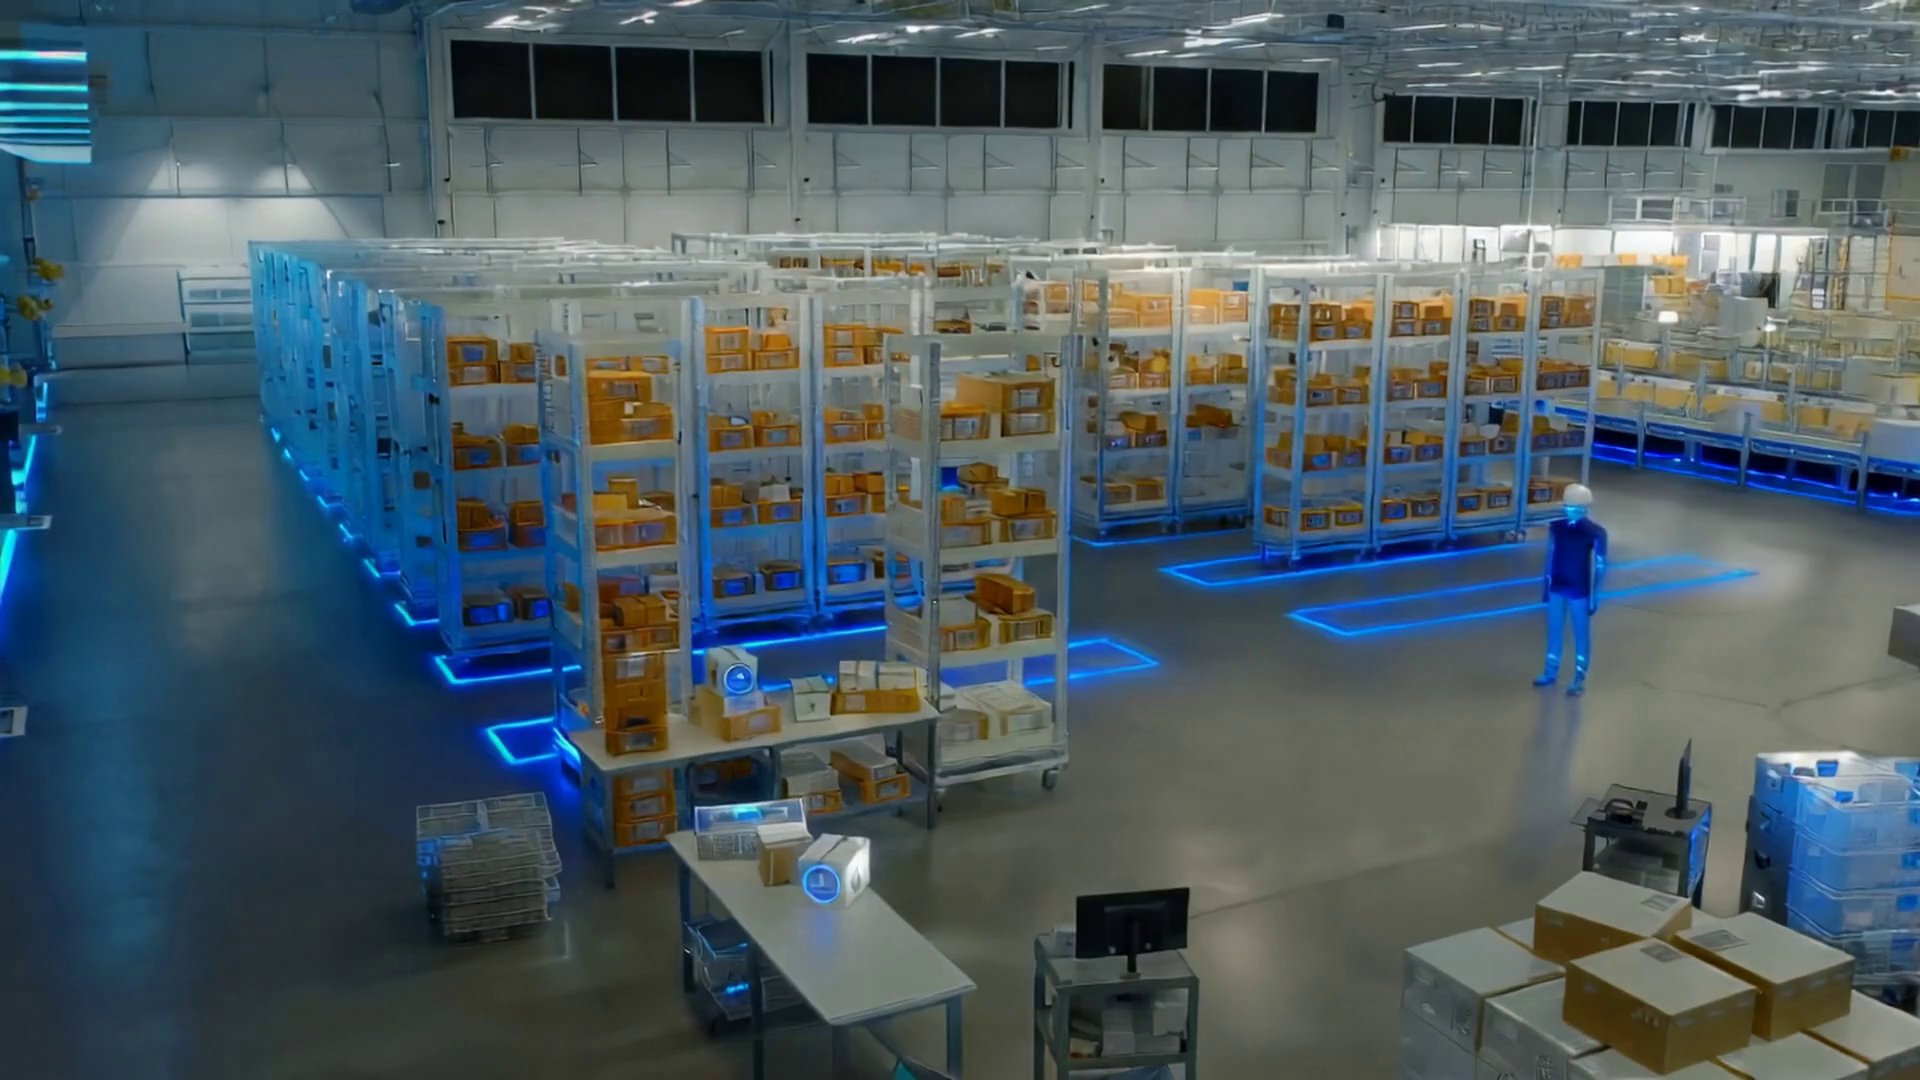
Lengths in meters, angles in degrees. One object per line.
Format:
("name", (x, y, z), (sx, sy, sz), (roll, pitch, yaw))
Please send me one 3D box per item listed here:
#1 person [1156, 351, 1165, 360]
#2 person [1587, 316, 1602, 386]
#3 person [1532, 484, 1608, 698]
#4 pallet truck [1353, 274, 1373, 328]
("person", (4.818, -4.562, 39.439), (0.623, 1.777, 0.957), (2, 12, 9))
("person", (14.339, -4.185, 37.721), (0.329, 1.763, 0.523), (-1, 12, -6))
("person", (5.672, 0.460, 15.442), (0.382, 1.996, 0.608), (-8, 15, -34))
("pallet truck", (13.011, -8.050, 55.243), (0.823, 1.965, 1.885), (-7, 14, -28))
